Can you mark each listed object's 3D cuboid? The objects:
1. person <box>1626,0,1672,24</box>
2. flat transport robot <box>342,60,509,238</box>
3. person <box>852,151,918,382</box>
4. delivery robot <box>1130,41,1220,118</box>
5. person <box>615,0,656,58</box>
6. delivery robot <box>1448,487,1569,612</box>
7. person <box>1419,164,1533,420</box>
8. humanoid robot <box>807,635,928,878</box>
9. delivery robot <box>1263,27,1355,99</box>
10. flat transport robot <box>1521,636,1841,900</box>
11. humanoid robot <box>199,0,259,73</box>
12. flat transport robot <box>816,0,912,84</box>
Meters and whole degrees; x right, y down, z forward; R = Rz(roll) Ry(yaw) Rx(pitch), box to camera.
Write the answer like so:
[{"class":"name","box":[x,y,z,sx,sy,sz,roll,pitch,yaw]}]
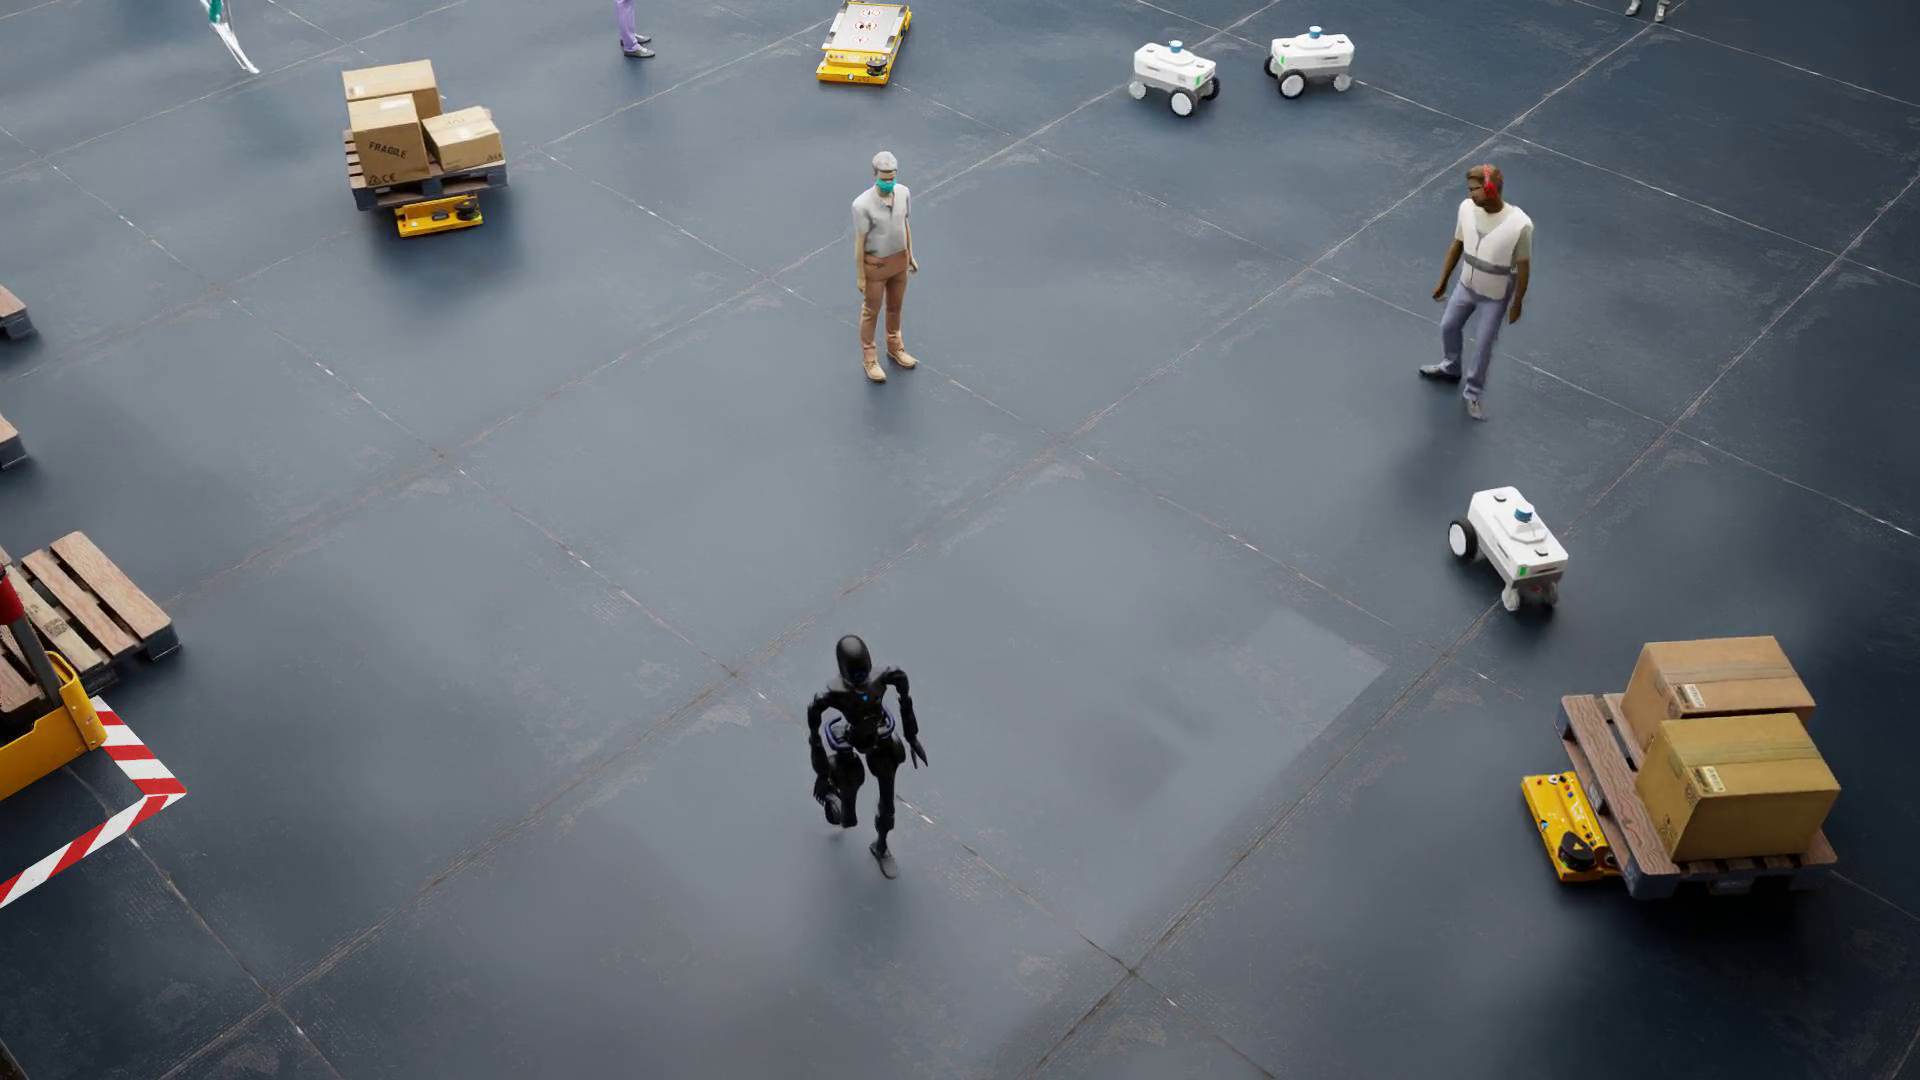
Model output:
[{"class":"person","box":[6.797,-5.908,15.927,0.574,1.830,0.412,17,45,18]},{"class":"flat transport robot","box":[-4.405,-2.991,13.850,0.659,0.231,1.431,-13,44,-14]},{"class":"person","box":[-0.514,-1.916,11.552,0.478,1.744,0.316,-26,48,-26]},{"class":"delivery robot","box":[1.939,-4.176,14.967,0.815,0.612,0.499,26,48,26]},{"class":"person","box":[-3.127,-5.375,15.321,0.385,1.845,0.569,-10,43,-11]},{"class":"delivery robot","box":[3.428,0.015,10.292,0.499,0.590,0.793,-10,43,-11]},{"class":"person","box":[3.543,-1.696,11.272,0.385,1.803,0.673,-29,49,-28]},{"class":"humanoid robot","box":[-0.494,1.010,8.364,0.608,1.641,0.555,-18,45,-19]},{"class":"delivery robot","box":[3.184,-4.377,15.191,0.811,0.613,0.499,-6,42,-7]},{"class":"flat transport robot","box":[3.817,1.468,8.894,1.431,0.231,0.659,-3,42,-3]},{"class":"humanoid robot","box":[-6.879,-5.245,15.284,0.530,1.776,0.974,-30,50,-29]},{"class":"flat transport robot","box":[-0.901,-4.750,15.806,0.659,0.231,1.431,6,42,6]}]
